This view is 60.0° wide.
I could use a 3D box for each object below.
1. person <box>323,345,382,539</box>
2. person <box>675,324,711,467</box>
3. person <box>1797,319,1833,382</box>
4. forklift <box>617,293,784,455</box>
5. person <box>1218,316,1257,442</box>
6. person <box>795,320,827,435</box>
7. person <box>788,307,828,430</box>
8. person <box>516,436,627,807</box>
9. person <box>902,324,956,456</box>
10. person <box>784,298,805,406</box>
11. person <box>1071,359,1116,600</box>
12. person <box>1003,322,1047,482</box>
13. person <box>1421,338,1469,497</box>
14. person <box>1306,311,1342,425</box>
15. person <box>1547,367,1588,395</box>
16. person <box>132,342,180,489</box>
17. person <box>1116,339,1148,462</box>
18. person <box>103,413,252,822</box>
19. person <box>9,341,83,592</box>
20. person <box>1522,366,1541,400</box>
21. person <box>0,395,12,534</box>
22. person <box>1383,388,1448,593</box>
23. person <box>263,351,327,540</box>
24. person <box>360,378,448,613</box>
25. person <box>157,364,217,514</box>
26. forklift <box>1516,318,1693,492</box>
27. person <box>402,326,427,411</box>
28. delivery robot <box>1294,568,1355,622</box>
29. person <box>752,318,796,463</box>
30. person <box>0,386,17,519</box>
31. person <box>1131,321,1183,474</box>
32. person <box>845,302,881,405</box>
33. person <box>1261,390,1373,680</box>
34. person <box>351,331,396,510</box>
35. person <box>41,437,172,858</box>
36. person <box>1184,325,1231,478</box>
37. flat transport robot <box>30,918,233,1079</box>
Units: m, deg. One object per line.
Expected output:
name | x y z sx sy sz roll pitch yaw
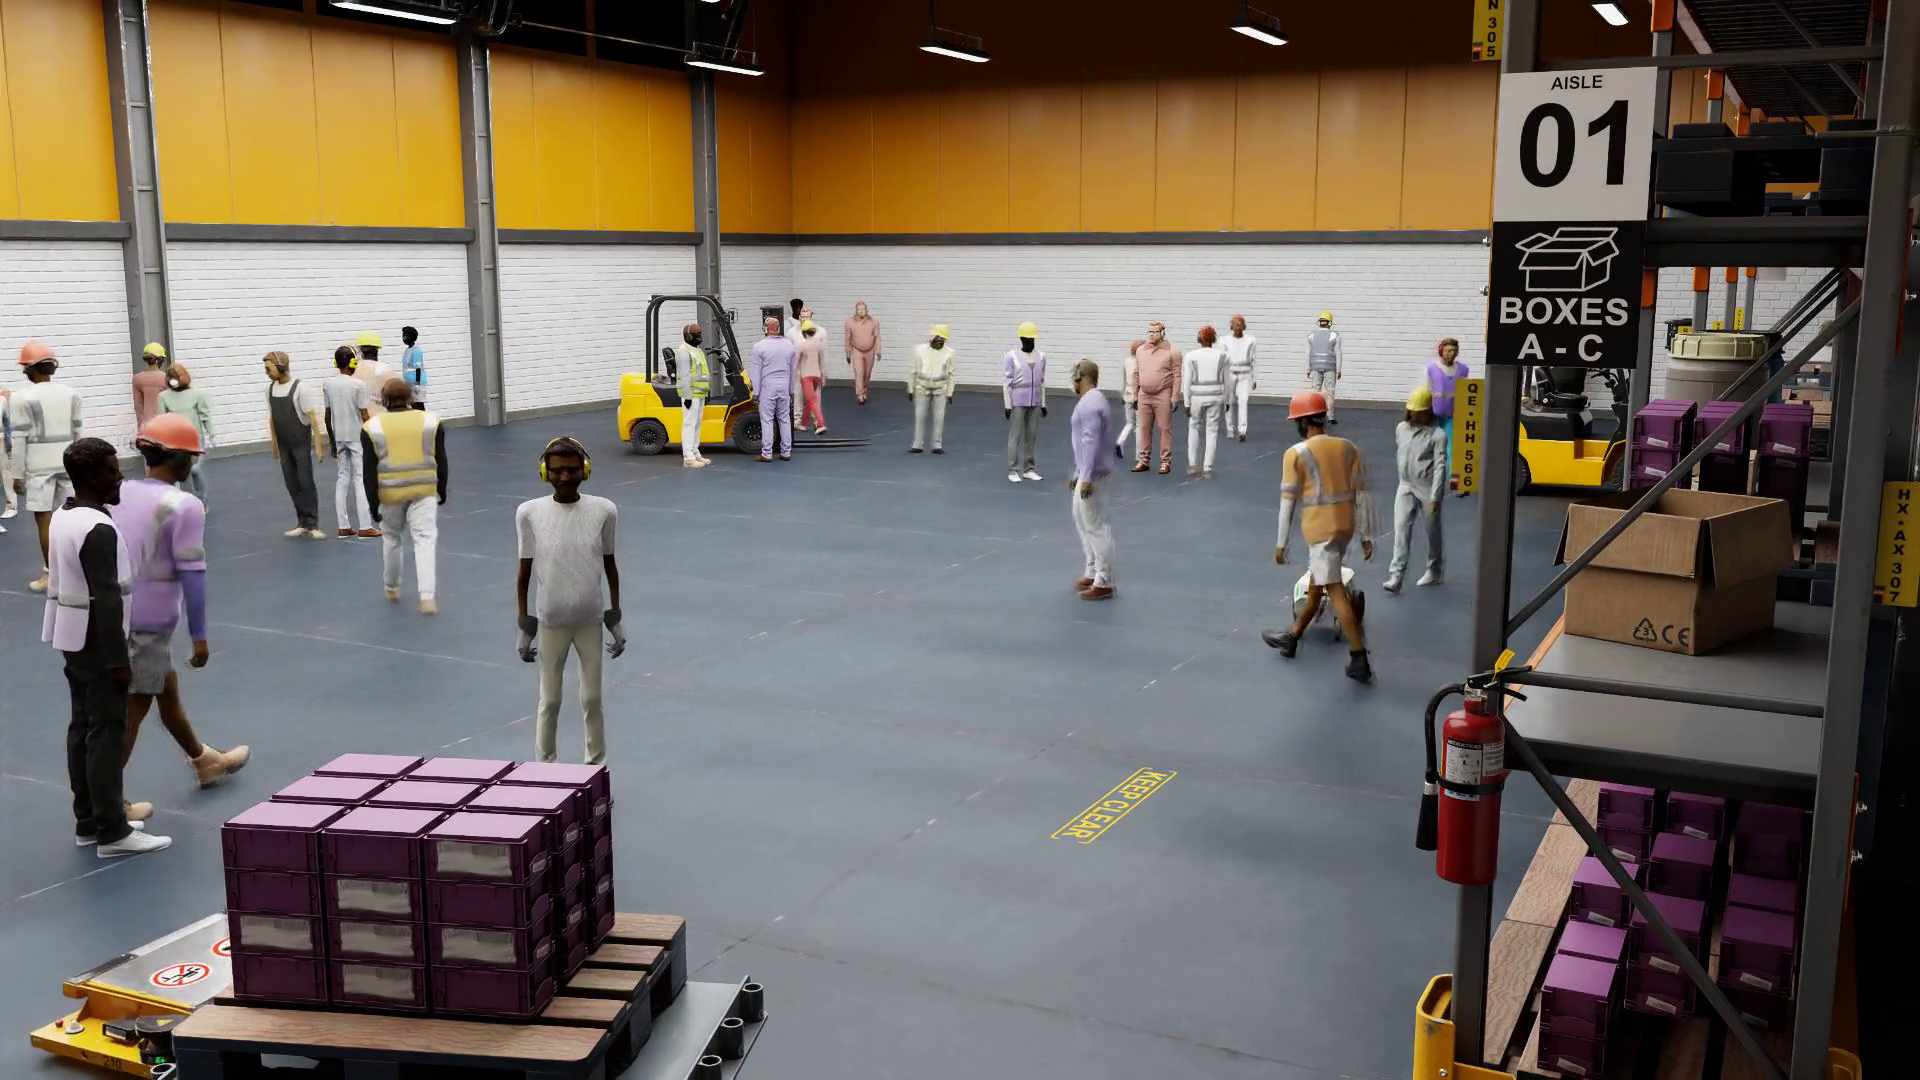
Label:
person | -5.857 -0.938 16.023 0.508 1.865 0.328 3 10 16
person | -3.423 -1.861 21.427 0.429 1.842 0.636 1 10 7
person | 10.627 -1.744 20.469 0.635 1.936 0.355 4 11 23
forklift | -3.588 -2.317 23.042 2.313 2.155 1.214 -1 10 -5
person | 4.051 -2.368 24.401 0.605 1.827 0.996 1 10 6
person | -2.279 -2.473 25.316 0.534 1.725 0.893 -9 14 -44
person | -2.374 -2.645 25.781 0.651 1.904 0.403 0 10 2
person | -1.914 0.414 8.190 0.535 1.864 0.309 -3 10 -18
person | -0.430 -2.016 22.514 0.732 1.797 0.406 1 10 5
person | -2.894 -3.283 29.348 0.399 1.955 0.610 5 11 28
person | 1.071 -0.492 13.344 0.403 1.896 0.686 1 10 6
person | 0.798 -1.658 20.001 0.594 1.924 0.382 -6 11 -31
person | 5.496 -1.402 18.917 0.604 1.788 0.994 -2 10 -10
person | 5.818 -2.741 26.565 0.589 1.826 0.403 5 11 28
person | 8.290 -2.221 22.933 0.677 2.000 0.536 -1 10 -5
person | -8.828 -1.291 18.349 0.524 1.768 0.311 1 10 5
person | 2.296 -1.822 21.800 0.533 1.625 0.460 9 14 43
person | -3.923 0.373 8.157 0.632 1.962 1.010 5 11 28
person | -7.425 -0.592 13.521 0.408 2.039 0.608 4 11 22
person | 8.074 -2.213 23.313 0.831 1.907 0.556 -9 13 -41
person | -9.512 -0.873 16.341 0.670 1.608 0.542 3 10 18
person | 3.713 -0.399 13.445 0.493 1.660 0.956 9 13 41
person | -6.351 -0.896 15.900 0.606 1.826 0.387 4 11 23
person | -4.276 -0.352 12.860 0.640 1.793 0.978 -4 11 -22
person | -8.001 -1.019 17.208 0.571 1.611 0.456 -1 10 -4
forklift | 7.066 -1.601 18.899 2.313 2.155 1.214 5 11 27
person | -7.956 -2.274 24.260 0.321 1.690 0.536 -7 12 -35
delivery robot | 2.644 0.354 12.049 0.477 0.478 0.707 4 11 21
person | -2.467 -1.973 21.915 0.644 1.903 0.401 -8 12 -38
person | -10.033 -1.033 17.217 0.522 1.638 0.310 1 10 8
person | 2.432 -1.779 20.763 0.651 1.907 0.409 6 11 31
person | -1.785 -3.439 30.506 0.641 1.866 0.954 -3 10 -14
person | 2.380 -0.047 10.915 0.548 1.846 1.075 -5 11 -29
person | -6.316 -1.297 17.986 0.600 1.896 0.745 3 10 14
person | -3.954 0.488 7.603 0.397 1.919 0.590 -9 13 -42
person | 3.030 -1.709 20.489 0.587 1.864 0.709 1 10 4
flat transport robot | -2.588 1.558 6.172 0.652 0.197 1.431 4 11 23
